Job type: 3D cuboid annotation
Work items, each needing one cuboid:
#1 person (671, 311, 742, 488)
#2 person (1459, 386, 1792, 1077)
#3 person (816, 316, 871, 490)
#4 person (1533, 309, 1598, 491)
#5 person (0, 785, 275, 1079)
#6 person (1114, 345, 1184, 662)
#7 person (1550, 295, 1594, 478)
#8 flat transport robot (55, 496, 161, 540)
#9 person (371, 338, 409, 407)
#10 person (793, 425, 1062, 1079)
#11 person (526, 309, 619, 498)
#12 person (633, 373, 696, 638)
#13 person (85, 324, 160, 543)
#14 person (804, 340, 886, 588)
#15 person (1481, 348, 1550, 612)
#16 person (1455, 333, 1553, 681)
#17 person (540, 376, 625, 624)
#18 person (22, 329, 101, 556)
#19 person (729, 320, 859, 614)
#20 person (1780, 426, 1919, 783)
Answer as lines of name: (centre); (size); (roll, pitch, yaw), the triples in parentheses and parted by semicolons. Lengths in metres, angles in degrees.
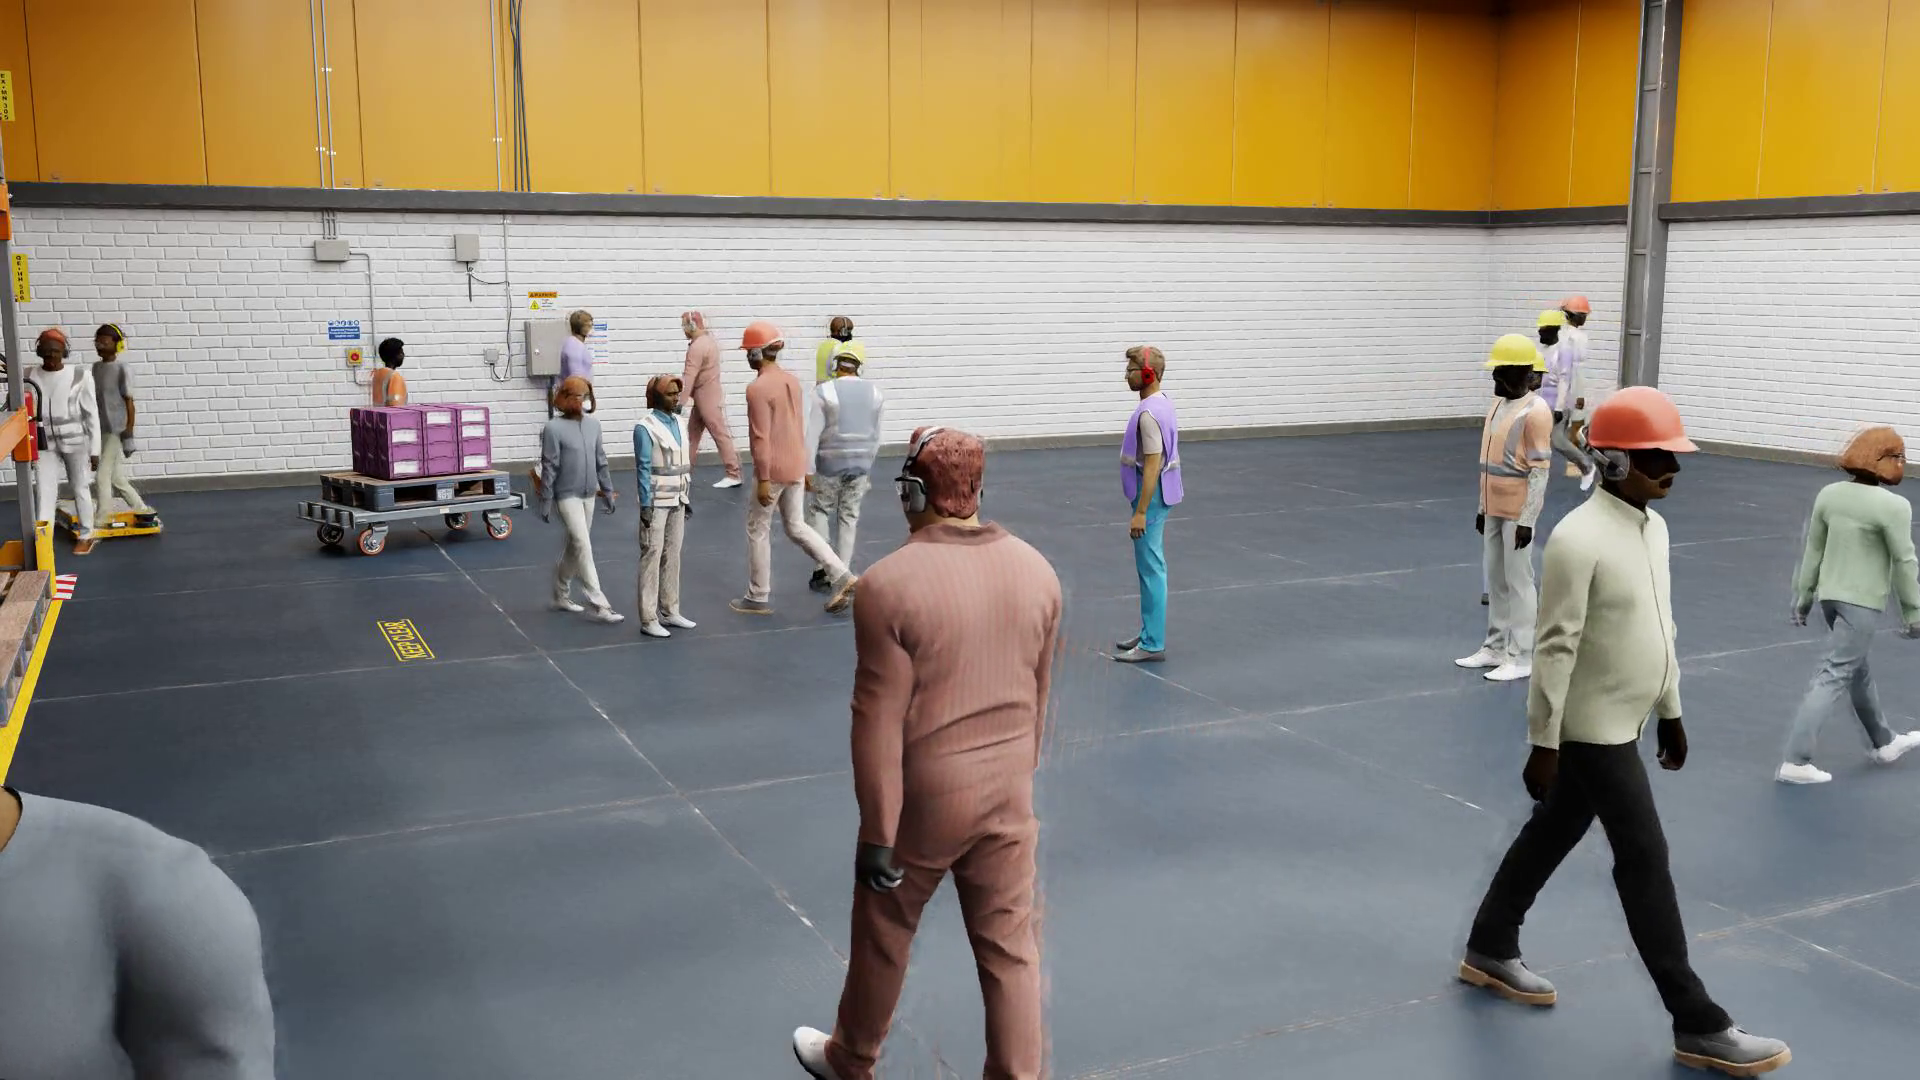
person: (-2.768, -1.463, 17.430); (0.985, 1.844, 0.667); (0, 9, -2)
person: (1.938, 0.520, 4.877); (1.014, 1.940, 0.637); (8, 12, 40)
person: (-1.136, -1.354, 16.892); (0.779, 1.808, 0.664); (-4, 10, -25)
person: (6.107, -1.410, 16.993); (0.826, 1.894, 0.586); (-2, 9, -15)
person: (-1.109, 1.011, 1.979); (0.667, 1.918, 0.346); (0, 9, -1)
person: (1.104, -0.209, 9.680); (0.389, 1.846, 0.567); (2, 9, 9)
person: (6.590, -1.666, 18.182); (0.736, 2.020, 0.618); (-2, 9, -14)
flat transport robot: (-7.490, -0.206, 14.534); (0.652, 0.197, 1.431); (-7, 11, -36)
person: (-5.144, -1.023, 15.268); (0.877, 1.647, 0.554); (-9, 13, -43)
person: (-0.089, 0.634, 4.358); (0.681, 1.865, 0.915); (-7, 11, -36)
person: (-3.861, -1.328, 16.463); (0.809, 1.914, 0.629); (-1, 9, -8)
person: (-1.850, -0.222, 10.406); (0.310, 1.638, 0.523); (4, 10, 23)
person: (-7.159, -0.899, 14.044); (0.597, 1.832, 0.653); (7, 11, 37)
person: (-0.835, -0.523, 11.838); (0.635, 1.787, 0.423); (-5, 10, -28)
person: (3.750, -0.406, 11.158); (0.329, 1.765, 0.533); (-3, 10, -18)
person: (3.052, -0.183, 9.265); (0.361, 1.929, 0.587); (-2, 9, -10)
person: (-2.465, -0.270, 10.851); (0.777, 1.591, 0.519); (5, 11, 29)
person: (-7.036, -0.728, 13.004); (0.619, 1.836, 0.982); (-2, 9, -11)
person: (-1.103, -0.459, 10.933); (0.853, 1.963, 0.631); (4, 10, 25)
person: (4.033, 0.288, 7.403); (0.861, 1.583, 0.505); (-2, 9, -12)
